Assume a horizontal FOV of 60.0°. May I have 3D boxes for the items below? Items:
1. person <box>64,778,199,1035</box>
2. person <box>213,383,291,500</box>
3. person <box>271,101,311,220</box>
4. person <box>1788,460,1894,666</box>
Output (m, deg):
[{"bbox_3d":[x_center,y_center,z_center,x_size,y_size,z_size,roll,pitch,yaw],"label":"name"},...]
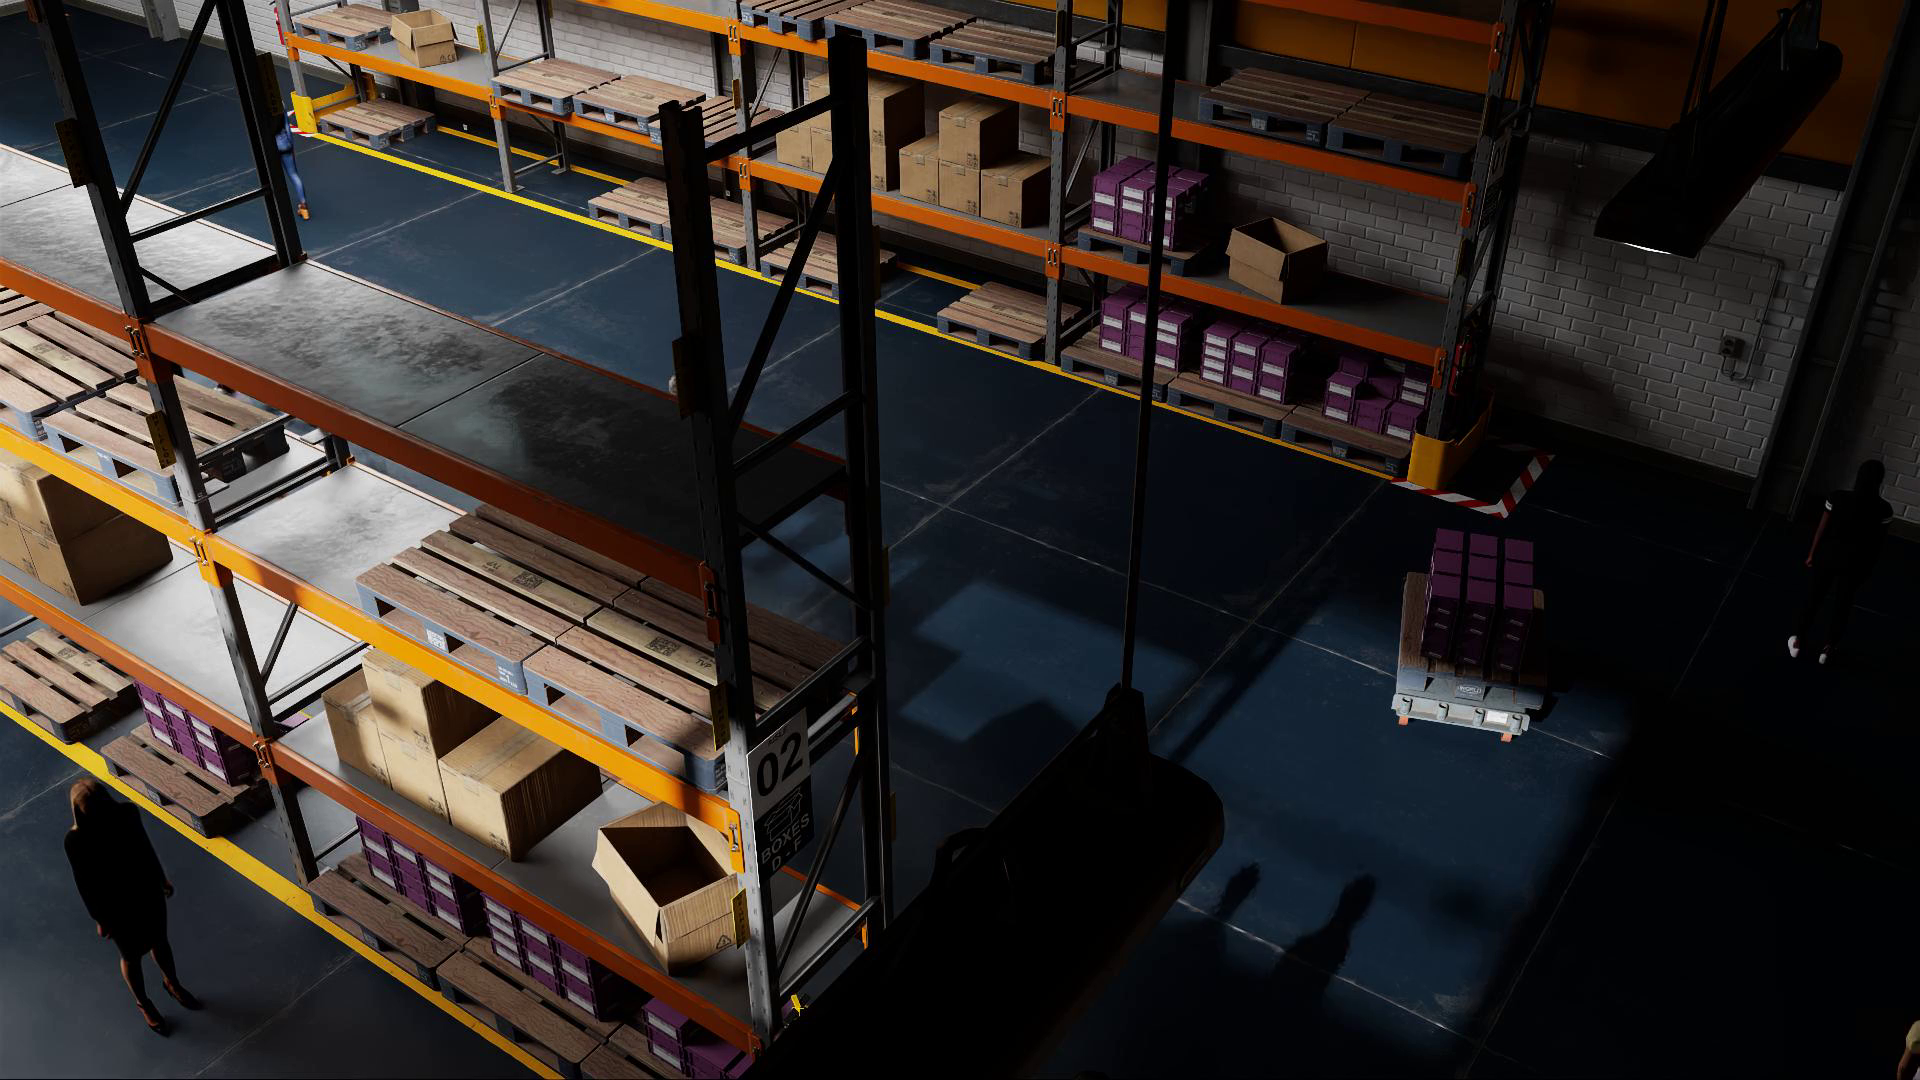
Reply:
[{"bbox_3d":[-4.719,2.066,9.458,0.546,1.843,0.620,19,38,26],"label":"person"},{"bbox_3d":[-6.197,-0.857,14.112,1.186,1.558,0.898,7,34,11],"label":"person"},{"bbox_3d":[-8.033,-4.579,19.576,0.639,1.707,0.591,-27,42,-34],"label":"person"},{"bbox_3d":[6.589,0.154,12.424,0.527,1.743,0.684,18,37,24],"label":"person"}]
